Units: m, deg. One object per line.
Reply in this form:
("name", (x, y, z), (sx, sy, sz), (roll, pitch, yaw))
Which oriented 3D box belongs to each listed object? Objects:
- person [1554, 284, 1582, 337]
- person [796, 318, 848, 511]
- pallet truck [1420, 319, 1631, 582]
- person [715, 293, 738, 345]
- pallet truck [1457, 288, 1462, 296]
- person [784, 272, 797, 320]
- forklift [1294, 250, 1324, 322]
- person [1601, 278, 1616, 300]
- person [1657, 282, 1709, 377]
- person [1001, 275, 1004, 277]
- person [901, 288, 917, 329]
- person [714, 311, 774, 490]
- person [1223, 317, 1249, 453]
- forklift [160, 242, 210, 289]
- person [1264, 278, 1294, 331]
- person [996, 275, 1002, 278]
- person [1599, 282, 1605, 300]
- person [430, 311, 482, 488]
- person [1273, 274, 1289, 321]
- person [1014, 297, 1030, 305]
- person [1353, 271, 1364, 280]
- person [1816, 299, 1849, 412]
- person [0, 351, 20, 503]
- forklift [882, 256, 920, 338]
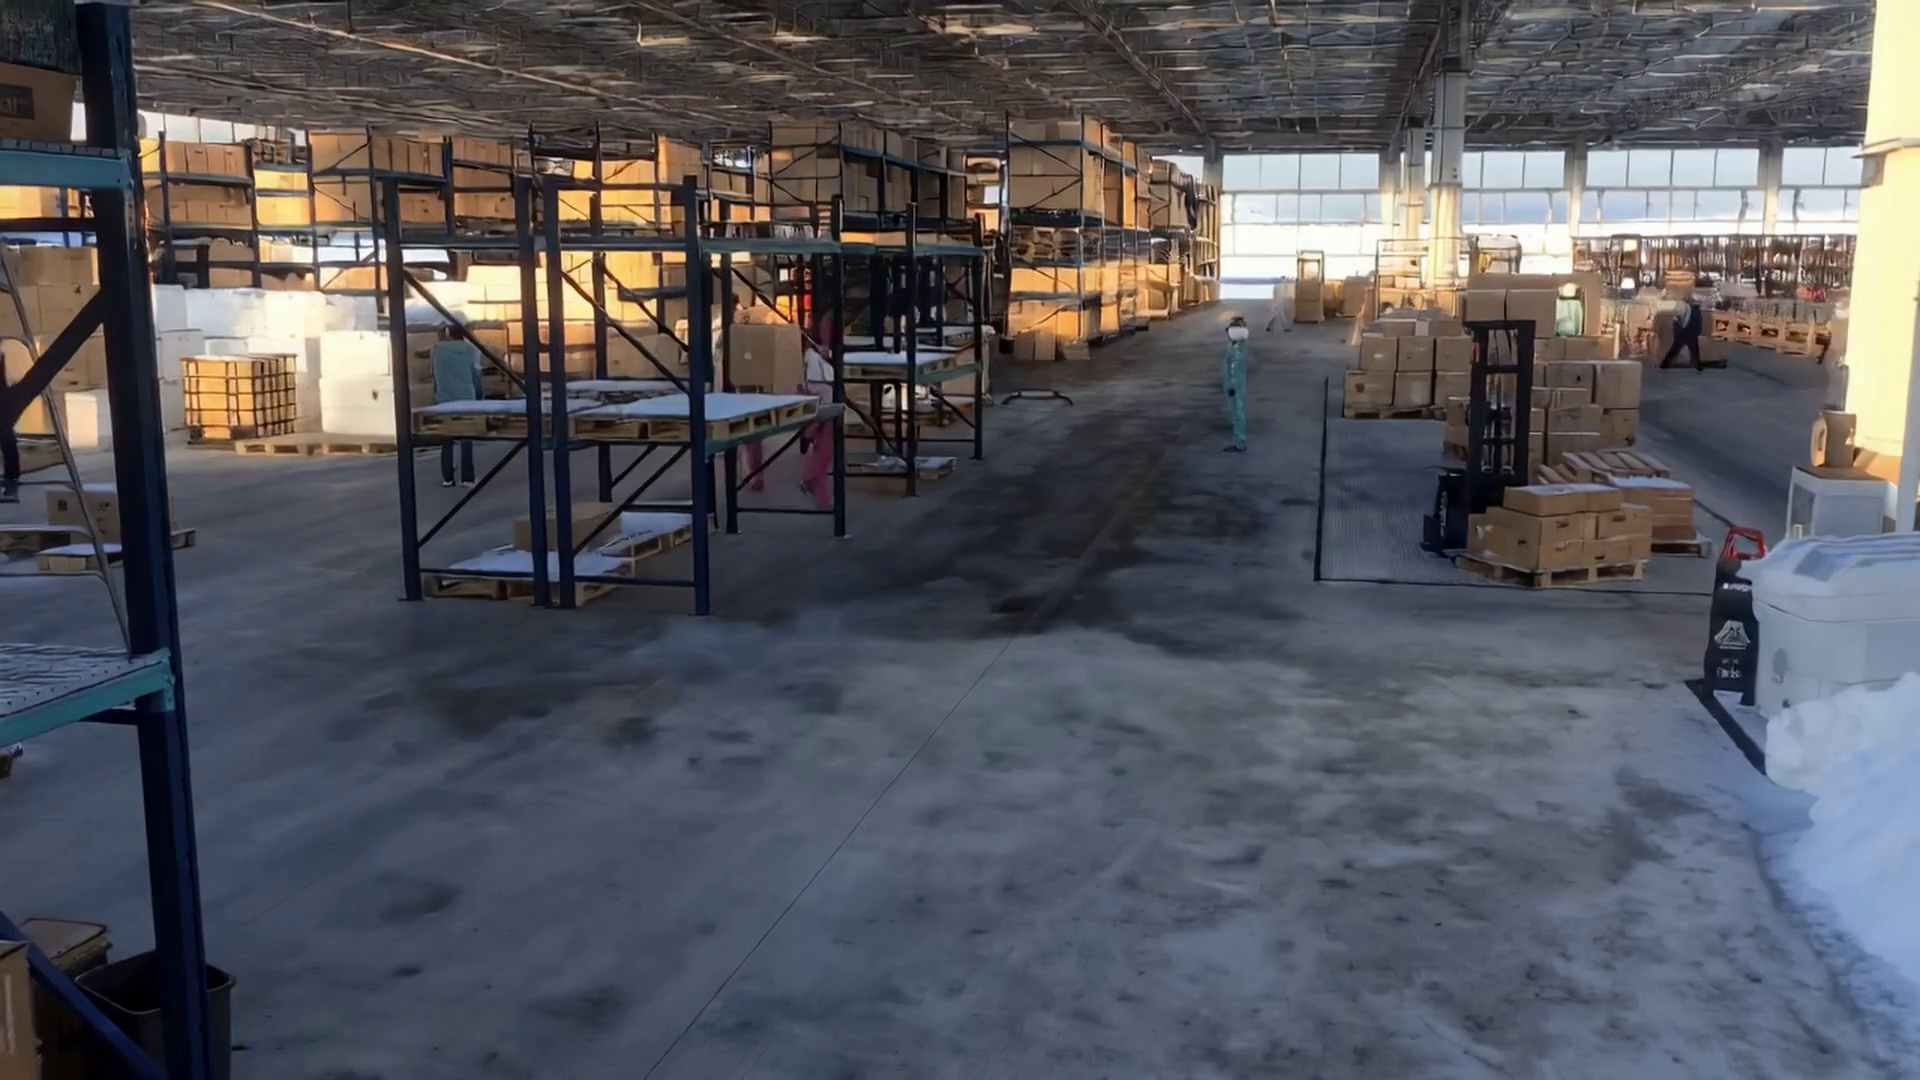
("person", (13.154, -4.559, 35.990), (0.551, 1.935, 0.372), (3, 10, 16))
("person", (-1.325, -1.209, 16.242), (0.457, 1.904, 0.658), (1, 10, 8))
("pallet truck", (4.543, -0.757, 13.299), (0.823, 1.965, 1.885), (-4, 10, -22))
("person", (-3.638, -2.979, 26.613), (0.620, 1.953, 0.395), (-9, 13, -43))
("pallet truck", (20.506, -9.785, 68.819), (0.653, 1.274, 1.630), (2, 10, 12))
("person", (-6.280, -8.967, 61.924), (0.930, 2.011, 0.608), (5, 11, 29))
("forklift", (13.778, -10.002, 65.433), (1.129, 2.768, 1.873), (2, 10, 12))
("person", (22.064, -8.004, 56.707), (0.588, 1.830, 0.404), (-5, 11, -26))
("person", (15.385, -4.497, 35.317), (1.015, 2.000, 0.685), (9, 13, 43))
("person", (2.474, -14.588, 95.459), (0.614, 1.915, 0.550), (5, 11, 28))
("person", (-1.101, -4.758, 37.439), (0.517, 1.844, 0.565), (2, 10, 12))
("person", (-2.304, -1.478, 17.798), (0.651, 1.912, 0.765), (-2, 10, -9))
("person", (3.534, -1.982, 21.304), (0.295, 1.743, 0.492), (3, 10, 18))
("forklift", (-16.063, -4.810, 34.690), (1.129, 2.768, 1.873), (2, 10, 12))
("person", (10.971, -8.098, 57.220), (1.011, 1.853, 0.663), (4, 10, 23))
("person", (2.201, -14.187, 93.522), (0.594, 1.780, 0.988), (-3, 10, -18))
("person", (23.465, -8.598, 60.783), (0.536, 1.637, 0.906), (-1, 10, -7))
("person", (-5.450, -1.521, 18.074), (0.581, 1.919, 0.398), (2, 10, 12))
("person", (12.845, -9.686, 66.531), (0.648, 1.886, 1.049), (6, 11, 31))
("person", (1.918, -6.904, 50.610), (0.558, 1.672, 0.621), (2, 10, 14))
("person", (18.825, -11.723, 78.422), (0.620, 1.942, 1.016), (-3, 10, -17))
("person", (14.017, -2.938, 26.683), (0.849, 1.836, 0.504), (-3, 10, -19))
("person", (-9.899, -1.285, 16.944), (0.717, 1.819, 0.505), (5, 11, 30))
("forklift", (-1.438, -5.642, 39.616), (1.129, 2.768, 1.873), (2, 10, 12))
